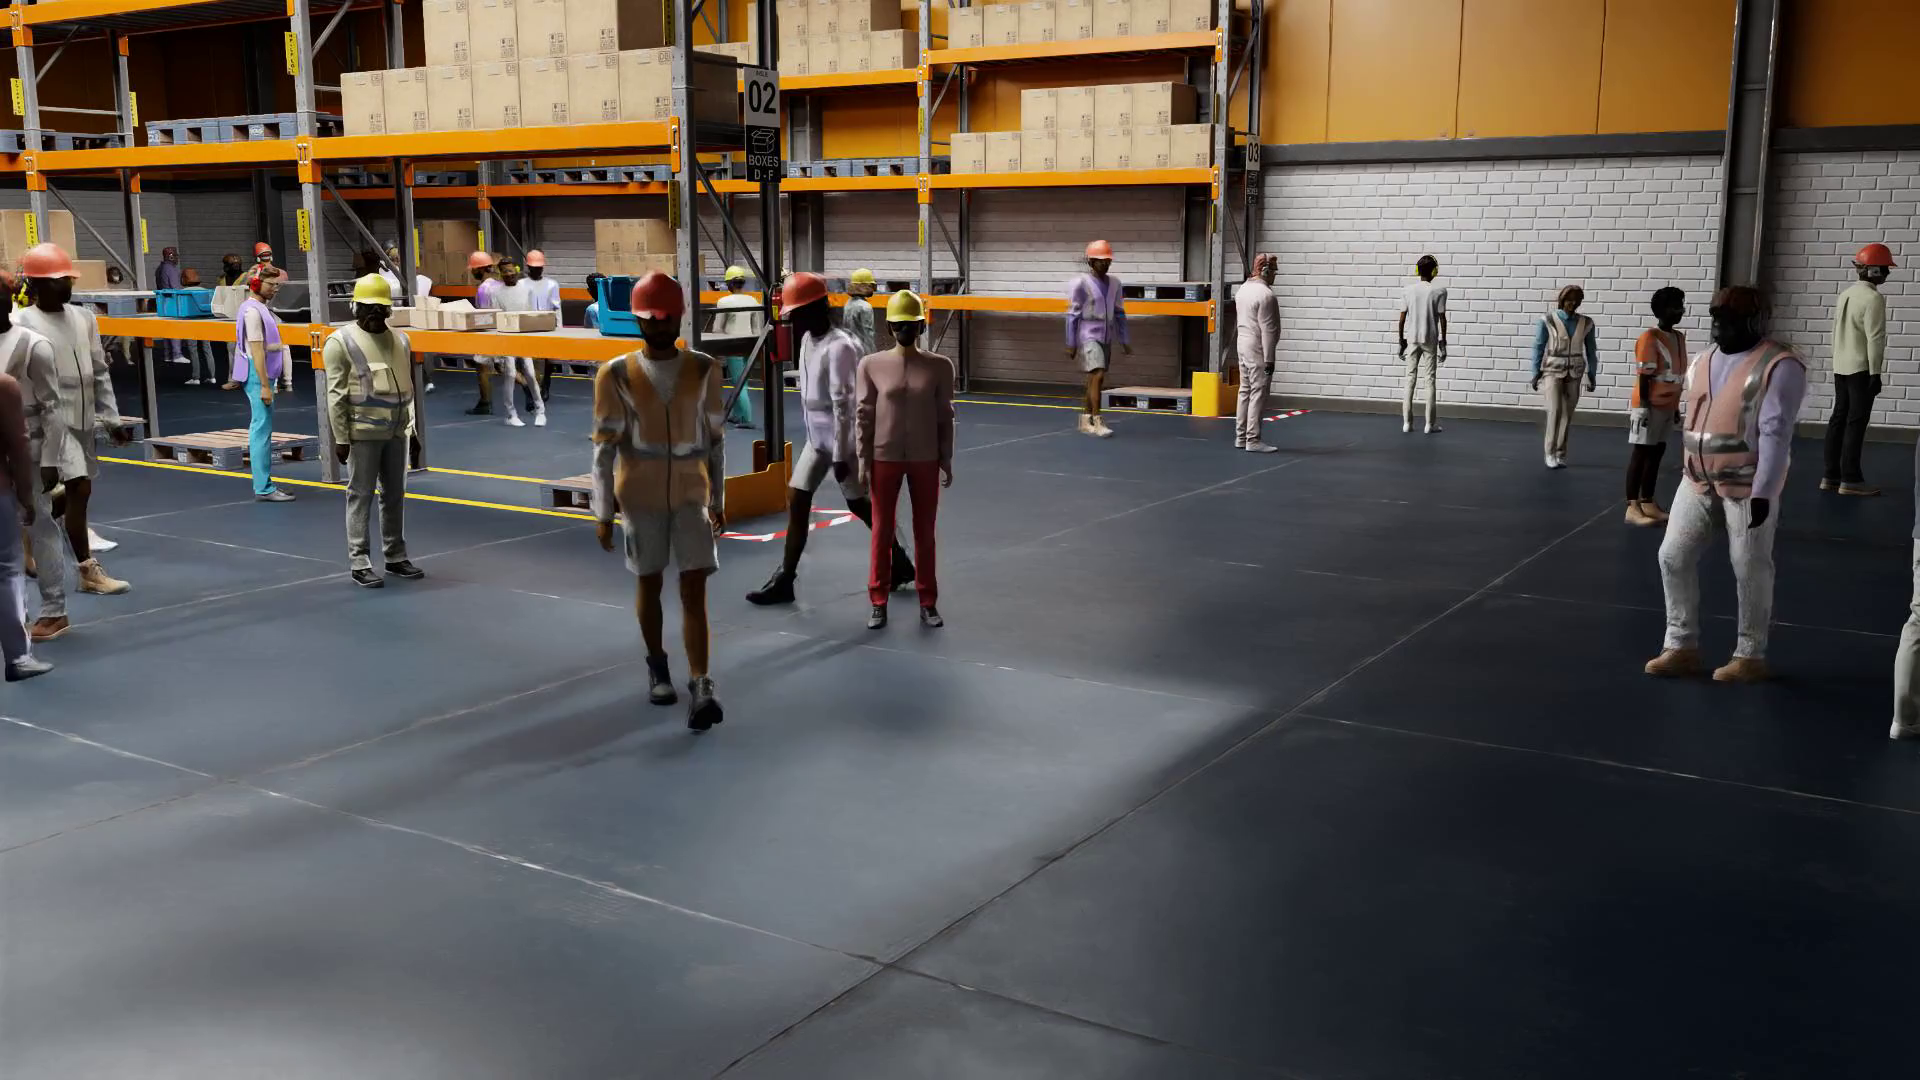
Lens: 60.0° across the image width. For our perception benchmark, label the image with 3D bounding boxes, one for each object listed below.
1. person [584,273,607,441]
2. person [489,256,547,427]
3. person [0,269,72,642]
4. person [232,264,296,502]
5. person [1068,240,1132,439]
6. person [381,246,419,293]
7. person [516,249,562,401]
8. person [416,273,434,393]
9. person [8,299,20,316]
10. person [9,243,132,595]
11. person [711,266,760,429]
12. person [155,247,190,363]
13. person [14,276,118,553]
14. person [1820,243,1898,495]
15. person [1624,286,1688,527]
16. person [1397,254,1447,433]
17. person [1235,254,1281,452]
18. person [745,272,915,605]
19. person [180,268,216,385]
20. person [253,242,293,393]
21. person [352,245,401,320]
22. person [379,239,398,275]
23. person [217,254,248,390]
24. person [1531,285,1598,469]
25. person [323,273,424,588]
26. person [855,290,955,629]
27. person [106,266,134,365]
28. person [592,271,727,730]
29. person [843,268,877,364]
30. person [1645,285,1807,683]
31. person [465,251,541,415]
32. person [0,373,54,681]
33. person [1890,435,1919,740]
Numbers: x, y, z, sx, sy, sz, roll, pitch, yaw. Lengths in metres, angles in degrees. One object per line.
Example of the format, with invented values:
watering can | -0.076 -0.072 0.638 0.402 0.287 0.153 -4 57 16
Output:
person | -3.618 -1.854 16.848 0.322 1.699 0.535 3 11 14
person | -4.782 -2.143 18.045 0.557 1.848 0.473 -5 11 -27
person | -4.789 -0.420 8.391 0.584 1.883 0.338 3 11 17
person | -5.430 -1.212 12.911 0.394 1.837 0.563 -4 11 -21
person | 1.486 -2.048 17.065 0.615 2.011 0.862 -7 13 -36
person | -6.996 -2.676 20.742 0.370 1.940 0.627 4 11 21
person | -5.177 -2.609 20.455 0.556 1.912 0.802 -3 11 -16
person | -7.258 -2.883 22.100 0.605 1.874 1.007 -7 12 -34
person | -6.998 -1.115 12.174 0.631 1.916 0.875 3 11 17
person | -5.225 -0.689 9.553 0.904 2.015 0.609 3 11 15
person | -2.472 -2.077 17.989 0.770 1.740 0.527 9 14 42
person | -12.963 -3.865 27.421 0.643 1.908 0.399 9 14 42
person | -6.035 -0.813 10.813 1.046 1.811 0.533 2 10 9
person | 7.207 -1.363 13.311 0.396 1.992 0.622 0 10 1
person | 4.968 -0.950 11.844 0.536 1.696 0.322 -9 14 -41
person | 4.874 -2.061 17.526 0.518 1.870 0.323 6 12 30
person | 2.870 -1.782 15.926 0.401 1.894 0.653 -3 11 -14
person | -0.699 -0.575 9.355 1.026 1.859 0.614 -7 12 -33
person | -10.761 -2.998 23.403 0.288 1.626 0.497 6 12 29
person | -9.170 -2.943 22.089 0.391 1.987 0.608 5 11 24
person | -6.376 -2.232 18.210 0.614 1.962 0.365 -7 12 -33
person | -8.247 -3.368 24.293 0.538 2.000 0.684 5 11 24
person | -9.794 -2.953 22.557 0.623 1.840 0.430 3 11 16
person | 5.359 -1.429 14.685 0.547 1.617 0.525 0 10 -2
person | -3.422 -0.645 9.787 0.404 1.828 0.599 6 12 30
person | -0.283 -0.412 8.682 0.530 1.767 0.319 -1 10 -7
person | -13.801 -3.669 27.163 0.752 1.605 0.510 9 14 41
person | -1.230 -0.160 6.929 0.574 1.882 0.985 -3 11 -17
person | -0.979 -1.823 16.557 0.319 1.742 0.492 -6 12 -31
person | 3.458 -0.235 7.556 0.662 1.821 0.639 -5 11 -26
person | -5.324 -2.378 19.208 0.818 1.906 0.572 1 10 8
person | -4.545 -0.213 7.628 0.580 1.746 0.384 -2 10 -12
person | 3.909 0.038 6.539 0.286 1.636 0.500 1 10 4
